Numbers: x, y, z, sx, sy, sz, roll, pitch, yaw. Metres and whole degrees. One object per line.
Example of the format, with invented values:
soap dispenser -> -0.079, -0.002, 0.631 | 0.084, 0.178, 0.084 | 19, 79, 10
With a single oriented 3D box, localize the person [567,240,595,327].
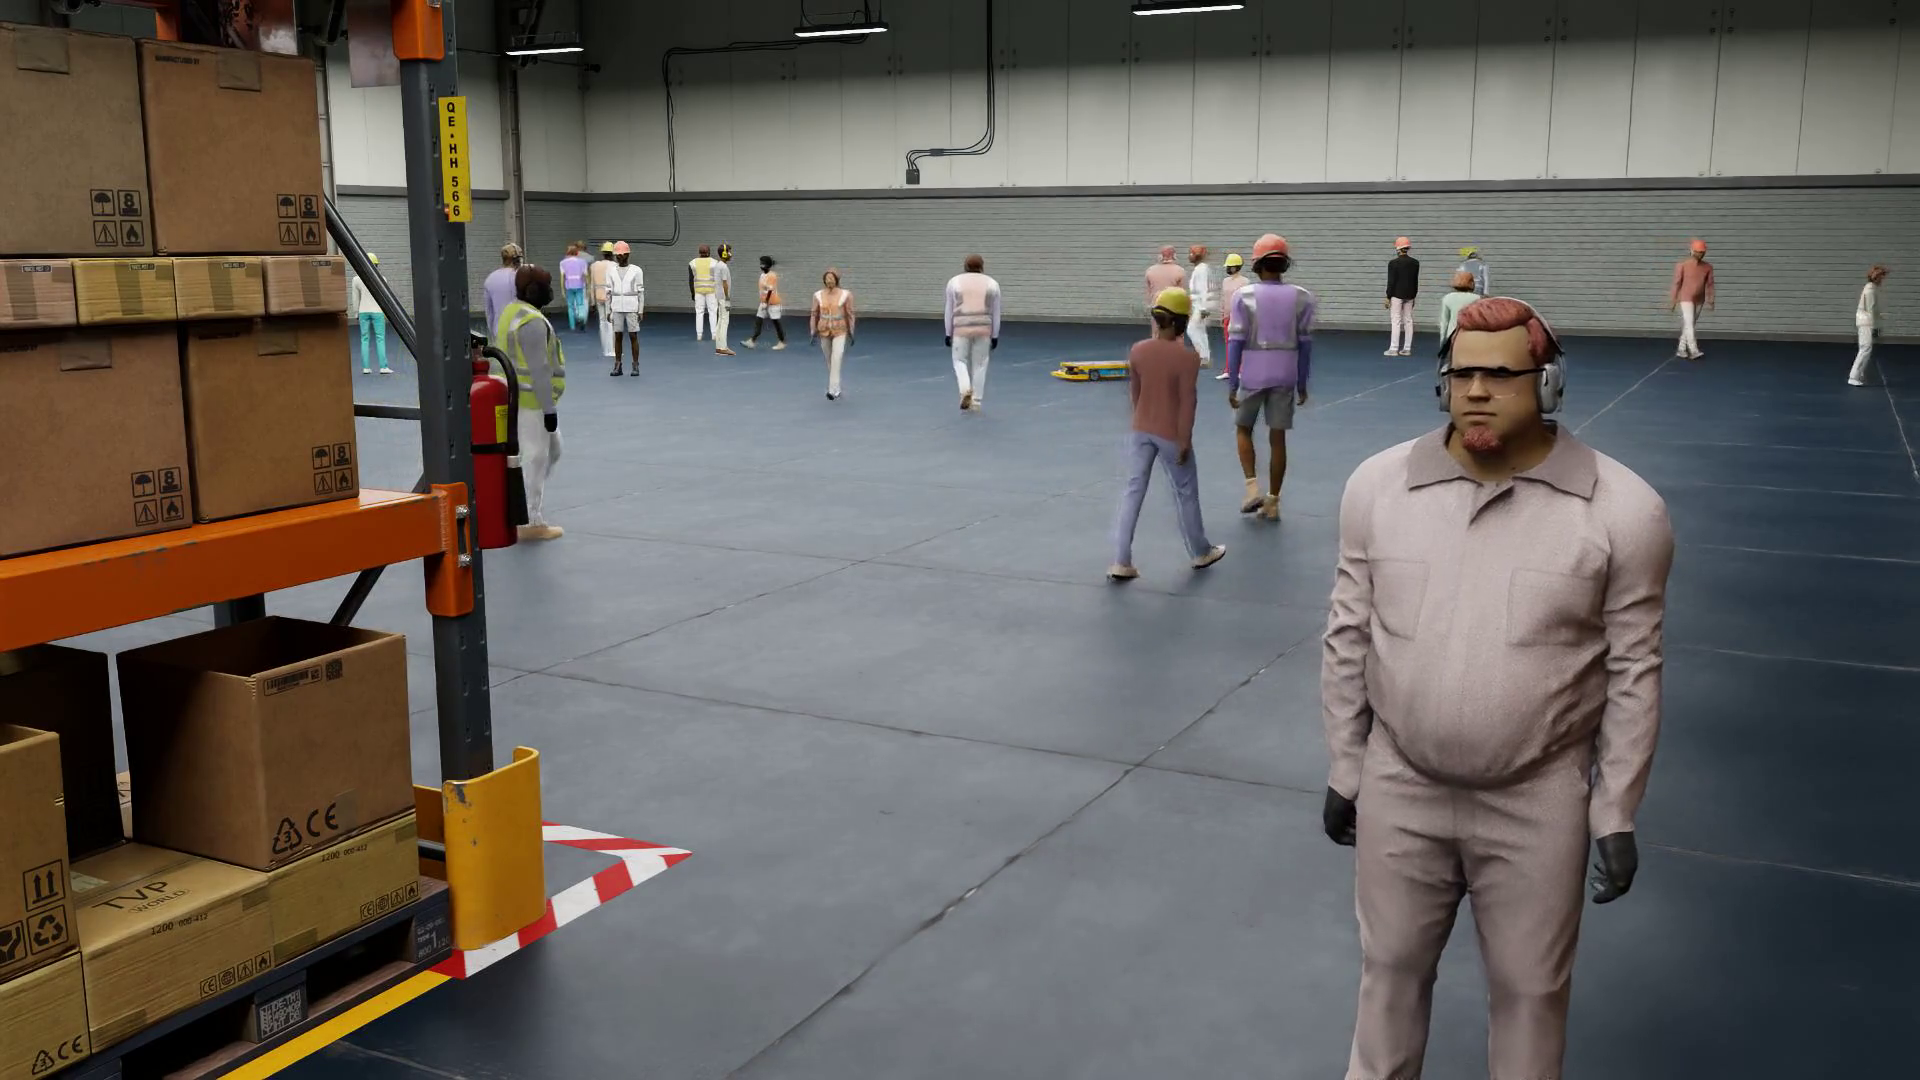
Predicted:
person -> -8.334, -5.658, 36.732 | 0.652, 1.914, 0.487 | 0, 10, 2

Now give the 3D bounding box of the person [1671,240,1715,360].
person -> 12.073, -3.945, 27.353 | 0.636, 1.935, 1.074 | -1, 10, -4

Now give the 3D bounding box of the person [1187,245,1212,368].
person -> 3.631, -3.531, 25.250 | 0.484, 1.870, 0.634 | 0, 10, 0

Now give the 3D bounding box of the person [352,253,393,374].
person -> -8.596, -3.307, 24.331 | 0.529, 1.765, 0.327 | 1, 10, 3

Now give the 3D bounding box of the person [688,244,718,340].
person -> -4.931, -4.804, 32.279 | 0.625, 1.846, 0.429 | 1, 10, 3

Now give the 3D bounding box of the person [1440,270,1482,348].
person -> 5.997, -2.437, 20.022 | 0.747, 1.612, 0.513 | -10, 14, -42

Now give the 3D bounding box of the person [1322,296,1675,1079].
person -> 1.007, 0.487, 3.256 | 0.642, 1.909, 0.399 | 6, 12, 29

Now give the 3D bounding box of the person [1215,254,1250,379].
person -> 3.827, -3.102, 23.218 | 0.330, 1.765, 0.526 | -7, 13, -34

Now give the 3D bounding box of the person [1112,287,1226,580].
person -> 1.220, -0.632, 9.880 | 0.530, 1.717, 0.922 | 9, 14, 40

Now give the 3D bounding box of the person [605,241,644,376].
person -> -4.823, -3.316, 23.906 | 0.552, 1.935, 0.369 | 1, 10, 3

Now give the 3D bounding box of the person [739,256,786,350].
person -> -3.449, -4.146, 29.178 | 0.857, 1.652, 0.539 | -7, 12, -32

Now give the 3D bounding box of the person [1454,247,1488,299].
person -> 10.096, -4.892, 32.938 | 0.672, 1.786, 0.407 | 2, 11, 12

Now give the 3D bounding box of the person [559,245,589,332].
person -> -8.048, -5.247, 34.753 | 0.575, 1.825, 0.595 | -4, 11, -22

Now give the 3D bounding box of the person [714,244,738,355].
person -> -4.001, -4.076, 28.254 | 0.310, 1.864, 0.532 | -4, 11, -23

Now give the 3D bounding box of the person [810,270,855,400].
person -> -1.590, -2.541, 20.604 | 0.536, 1.589, 0.883 | 2, 11, 11

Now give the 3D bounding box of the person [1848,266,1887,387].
person -> 12.147, -2.847, 22.245 | 0.340, 1.614, 0.607 | 5, 11, 24

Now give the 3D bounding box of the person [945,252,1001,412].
person -> 0.146, -2.363, 19.002 | 0.650, 1.831, 0.445 | -1, 10, -5

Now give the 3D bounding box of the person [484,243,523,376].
person -> -4.742, -2.166, 17.637 | 0.629, 1.939, 0.371 | 6, 12, 28

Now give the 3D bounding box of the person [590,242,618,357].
person -> -5.865, -4.019, 27.904 | 0.616, 1.895, 0.702 | 4, 11, 20

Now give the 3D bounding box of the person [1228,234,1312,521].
person -> 2.183, -1.140, 11.812 | 0.621, 2.028, 0.461 | -1, 10, -3

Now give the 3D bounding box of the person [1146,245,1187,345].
person -> 2.968, -3.223, 23.575 | 0.640, 1.875, 0.701 | 5, 12, 27

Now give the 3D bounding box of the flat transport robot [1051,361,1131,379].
flat transport robot -> 2.070, -2.407, 23.499 | 1.431, 0.197, 0.652 | -4, 11, -19

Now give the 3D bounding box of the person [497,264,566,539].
person -> -2.826, -0.909, 11.069 | 0.450, 1.829, 0.659 | -5, 12, -26

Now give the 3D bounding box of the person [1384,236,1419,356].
person -> 7.435, -4.100, 28.022 | 0.612, 1.997, 0.375 | -4, 11, -23
